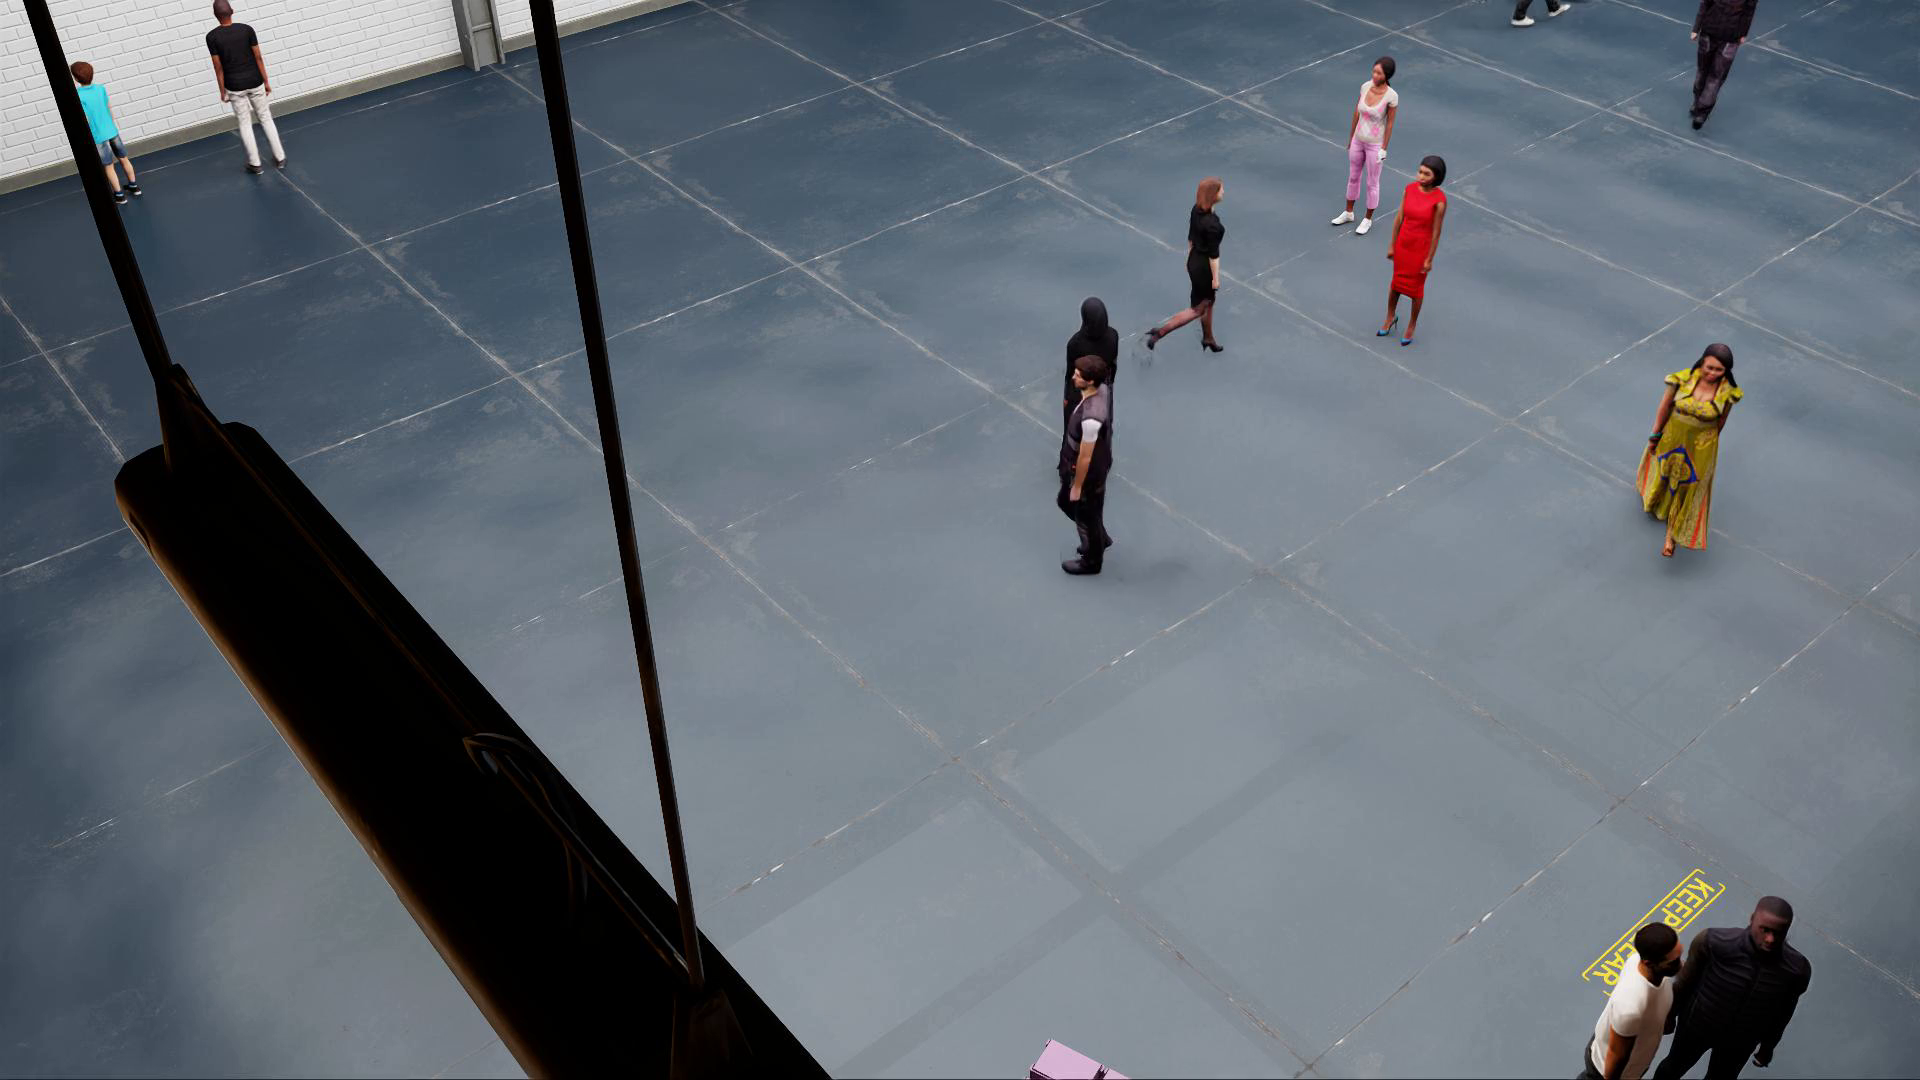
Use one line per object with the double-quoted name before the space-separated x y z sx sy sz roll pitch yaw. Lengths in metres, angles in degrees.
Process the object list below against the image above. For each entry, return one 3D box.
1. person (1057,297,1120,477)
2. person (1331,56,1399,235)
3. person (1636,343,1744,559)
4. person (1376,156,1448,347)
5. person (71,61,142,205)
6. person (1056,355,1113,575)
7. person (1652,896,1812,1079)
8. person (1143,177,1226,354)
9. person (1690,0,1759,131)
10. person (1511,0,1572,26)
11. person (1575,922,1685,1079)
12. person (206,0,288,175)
"person" 0.989 -1.160 12.755 0.604 1.616 0.715 -16 41 -19
"person" 3.928 -3.796 15.954 0.526 1.743 0.578 -31 48 -33
"person" 5.347 -0.773 12.277 1.108 1.608 1.354 17 42 20
"person" 3.918 -2.497 14.327 0.586 1.743 0.523 32 48 33
"person" -8.518 -4.067 16.528 0.651 1.449 0.546 15 41 18
"person" 0.994 -0.505 11.756 0.845 1.840 0.791 0 39 1
"person" 3.725 2.381 8.146 0.777 1.835 0.762 13 41 16
"person" 1.973 -2.248 14.065 1.079 1.681 0.881 -9 39 -11
"person" 8.182 -5.418 17.891 0.914 1.859 1.240 23 44 26
"person" 6.987 -7.069 20.022 1.161 1.780 0.982 -8 39 -10
"person" 3.172 2.474 8.054 0.765 1.804 0.588 22 44 25
"person" -7.292 -4.626 16.944 0.528 1.804 0.729 -25 45 -28
